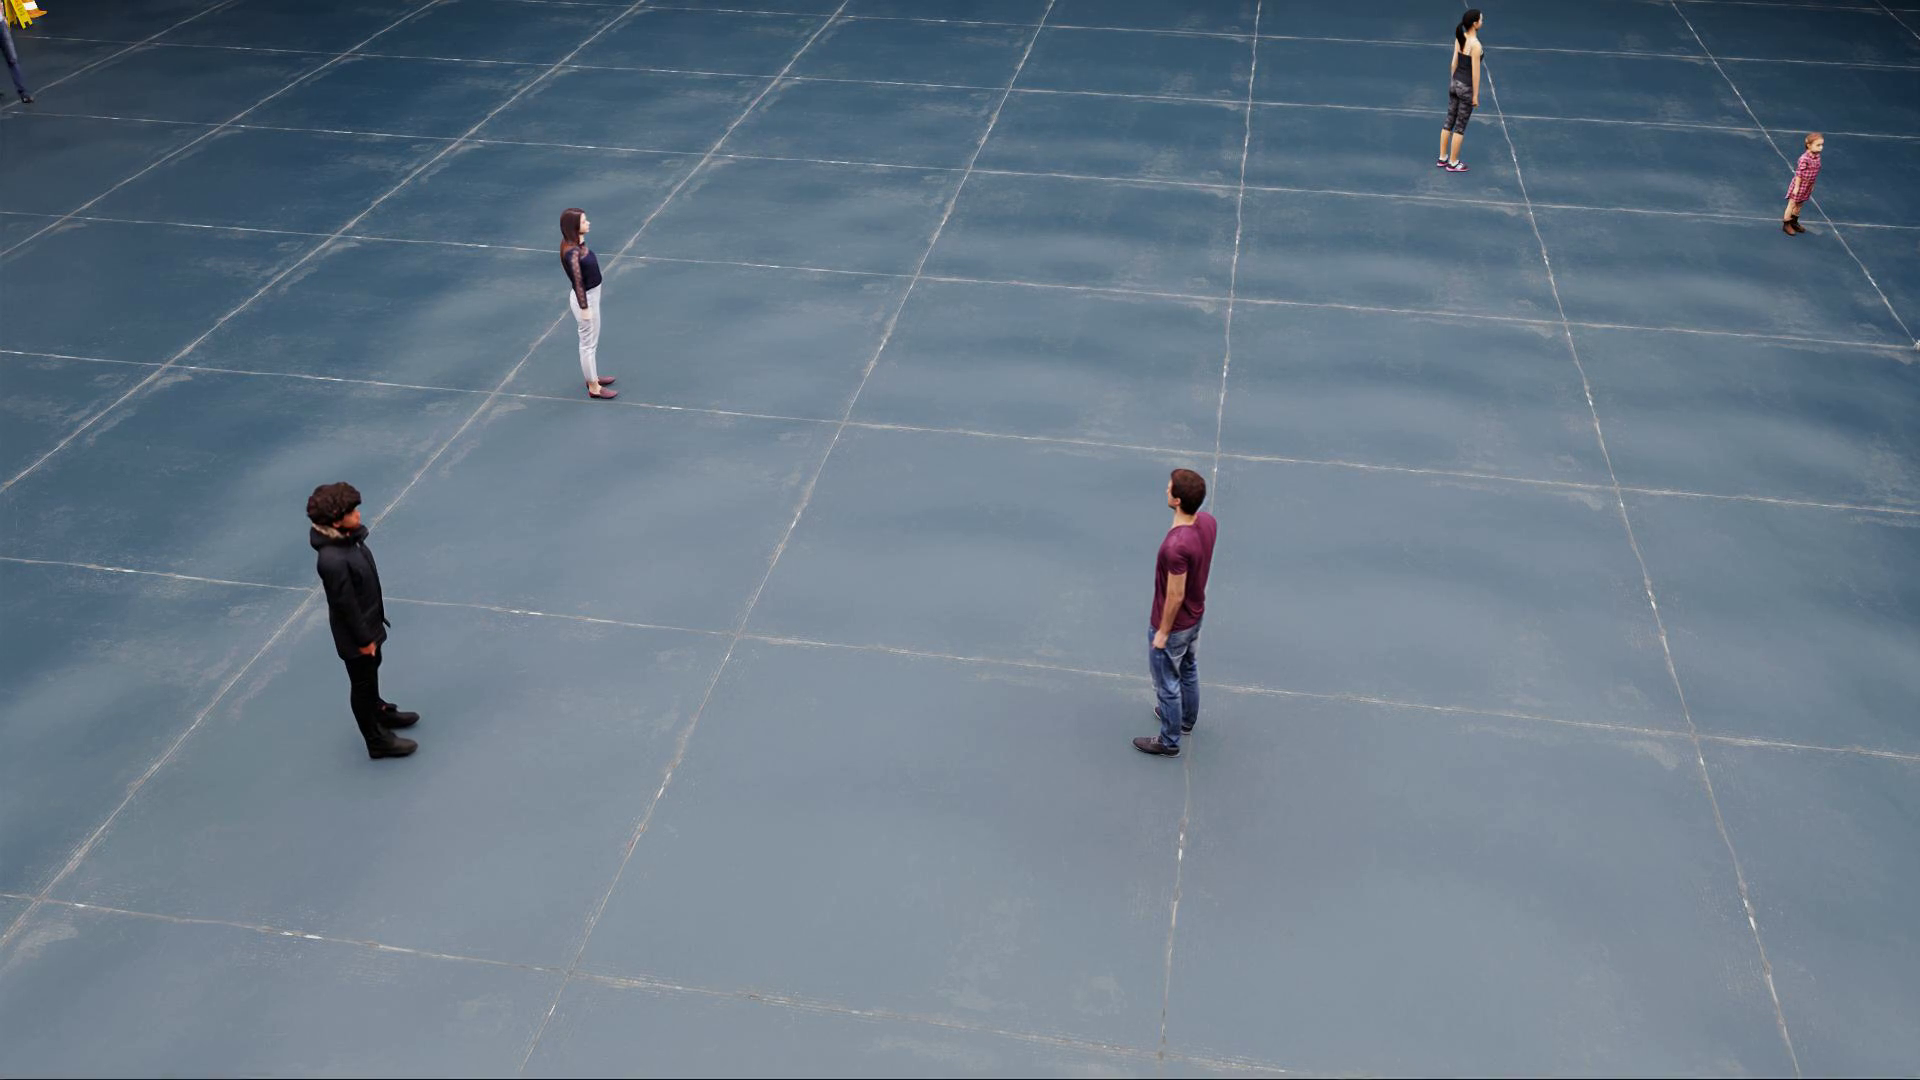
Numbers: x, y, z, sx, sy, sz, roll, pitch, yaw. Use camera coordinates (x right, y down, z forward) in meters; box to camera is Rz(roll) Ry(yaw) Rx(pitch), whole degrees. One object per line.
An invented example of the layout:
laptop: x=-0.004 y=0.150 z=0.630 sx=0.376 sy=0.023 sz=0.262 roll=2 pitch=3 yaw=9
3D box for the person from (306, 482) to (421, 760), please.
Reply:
person: x=-3.474 y=0.459 z=9.551 sx=0.702 sy=1.773 sz=0.704 roll=-7 pitch=33 yaw=-10

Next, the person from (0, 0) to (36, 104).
person: x=-11.739 y=-6.187 z=20.044 sx=1.311 sy=1.818 sz=1.106 roll=26 pitch=41 yaw=35

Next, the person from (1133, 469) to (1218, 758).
person: x=1.252 y=0.418 z=9.543 sx=0.672 sy=1.852 sz=0.733 roll=17 pitch=36 yaw=25

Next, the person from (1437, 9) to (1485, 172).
person: x=5.451 y=-4.888 z=18.068 sx=0.698 sy=1.729 sz=0.666 roll=-12 pitch=34 yaw=-19

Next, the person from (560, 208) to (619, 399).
person: x=-3.021 y=-1.926 z=13.486 sx=0.668 sy=1.608 sz=0.677 roll=-7 pitch=33 yaw=-11

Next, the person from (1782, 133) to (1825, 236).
person: x=8.464 y=-3.589 z=16.673 sx=0.495 sy=1.021 sz=0.563 roll=-17 pitch=36 yaw=-25
